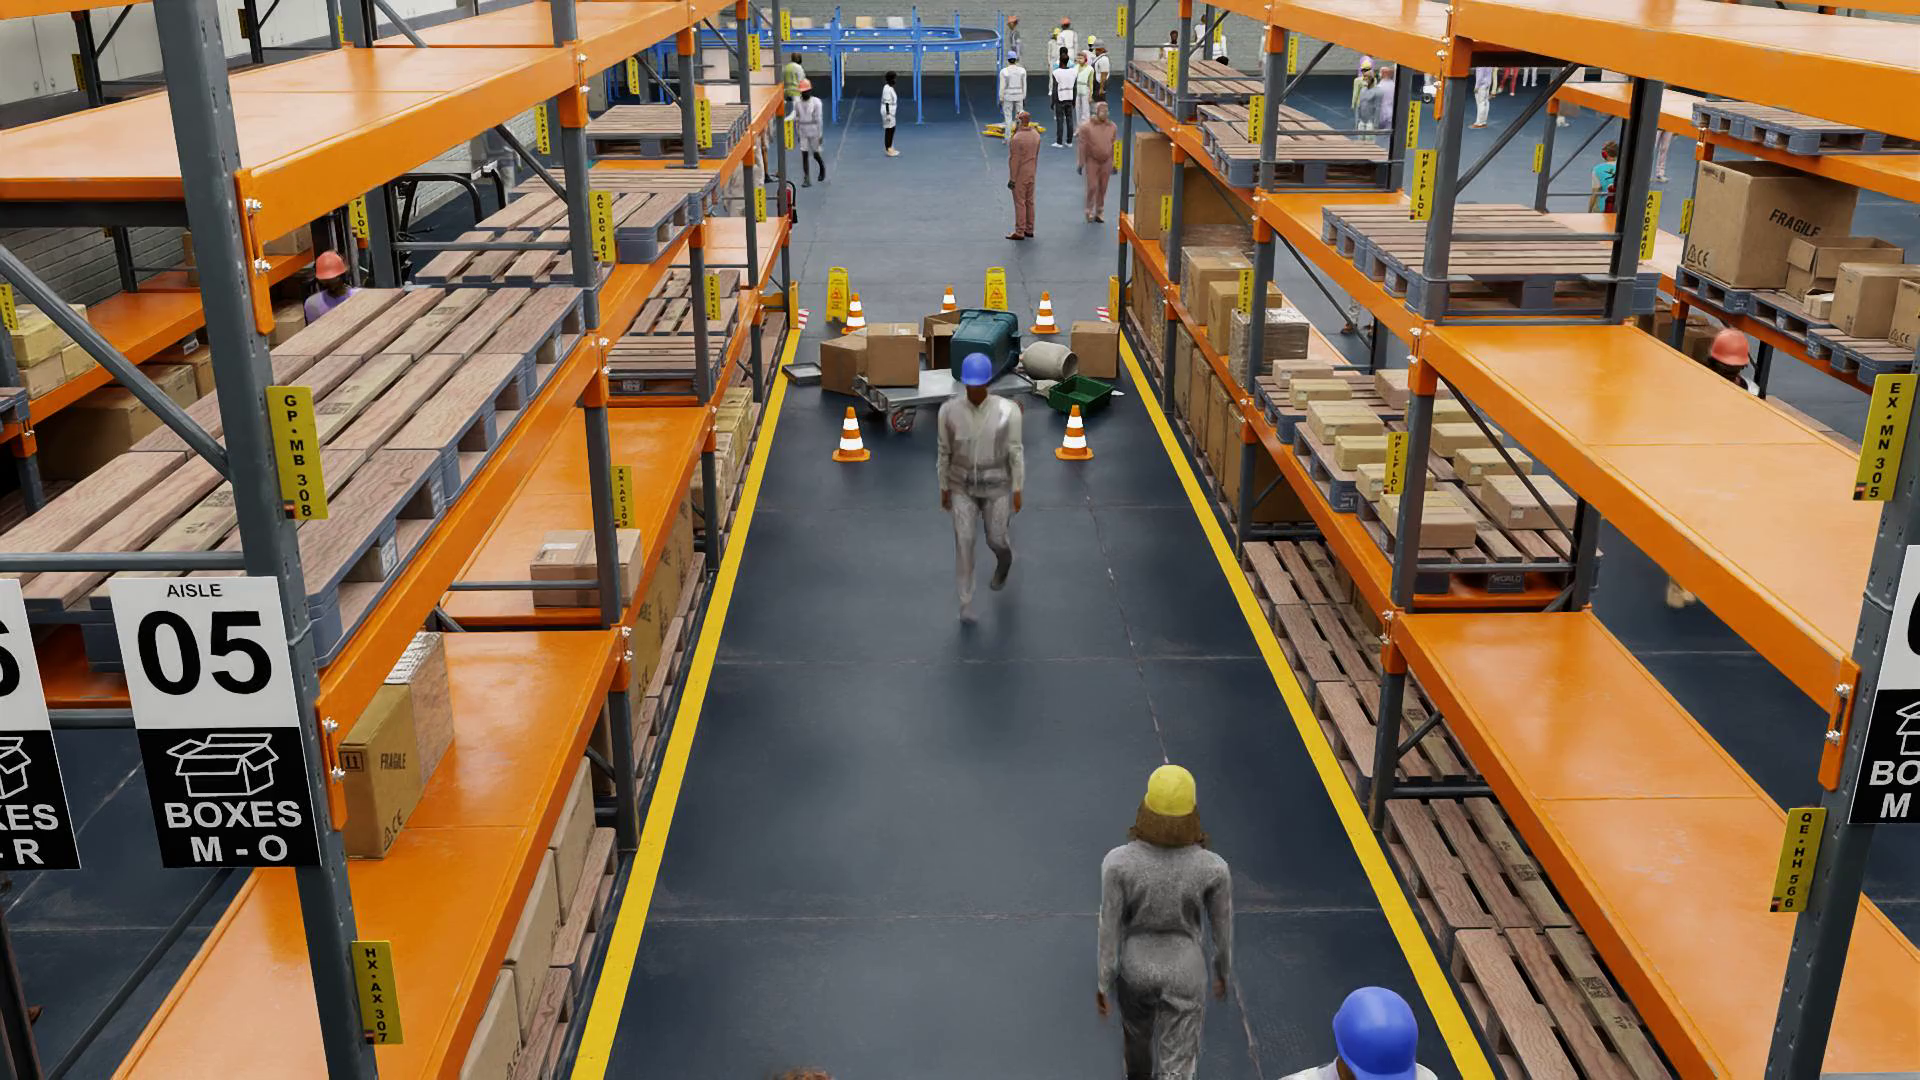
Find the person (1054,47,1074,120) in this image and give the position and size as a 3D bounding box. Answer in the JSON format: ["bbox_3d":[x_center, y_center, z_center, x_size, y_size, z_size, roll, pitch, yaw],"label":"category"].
[{"bbox_3d":[2.445,-10.809,39.400,0.535,1.699,0.318,-10,23,-25],"label":"person"}]

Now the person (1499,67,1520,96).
[{"bbox_3d":[14.868,-12.862,44.775,0.536,1.742,0.621,-1,21,-3],"label":"person"}]

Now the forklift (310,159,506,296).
[{"bbox_3d":[-5.622,-2.910,17.832,2.313,2.155,1.214,-1,21,-1],"label":"forklift"}]

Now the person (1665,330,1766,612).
[{"bbox_3d":[5.220,-0.453,11.569,0.648,2.023,0.644,3,21,8],"label":"person"}]

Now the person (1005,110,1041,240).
[{"bbox_3d":[0.927,-5.494,25.062,0.409,1.909,0.643,14,25,33],"label":"person"}]

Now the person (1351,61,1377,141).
[{"bbox_3d":[8.464,-9.145,34.906,0.523,1.769,0.316,-4,21,-11],"label":"person"}]

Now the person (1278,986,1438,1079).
[{"bbox_3d":[1.116,2.123,4.886,0.604,1.937,0.402,-6,22,-16],"label":"person"}]

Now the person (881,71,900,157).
[{"bbox_3d":[-1.413,-8.615,33.615,0.347,1.686,0.539,3,21,9],"label":"person"}]

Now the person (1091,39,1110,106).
[{"bbox_3d":[3.071,-10.163,37.216,0.536,2.000,0.688,-1,21,-3],"label":"person"}]

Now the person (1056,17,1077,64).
[{"bbox_3d":[2.856,-13.056,44.874,0.613,2.043,0.392,-11,23,-27],"label":"person"}]

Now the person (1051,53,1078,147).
[{"bbox_3d":[2.189,-9.226,34.908,0.596,1.920,0.385,-10,23,-24],"label":"person"}]

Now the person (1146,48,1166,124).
[{"bbox_3d":[4.583,-10.507,38.456,0.521,1.808,1.008,-11,23,-26],"label":"person"}]

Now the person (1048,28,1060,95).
[{"bbox_3d":[2.606,-12.905,44.878,0.487,1.744,0.294,0,21,1],"label":"person"}]

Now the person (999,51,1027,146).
[{"bbox_3d":[1.111,-9.330,35.158,0.603,1.937,0.402,-6,21,-15],"label":"person"}]

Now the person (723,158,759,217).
[{"bbox_3d":[-3.037,-4.741,23.336,0.530,1.712,0.664,-8,22,-20],"label":"person"}]

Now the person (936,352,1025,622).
[{"bbox_3d":[0.151,-0.403,11.572,0.619,1.932,0.627,4,21,12],"label":"person"}]

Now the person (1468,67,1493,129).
[{"bbox_3d":[11.883,-10.342,37.837,0.379,1.937,0.629,17,27,38],"label":"person"}]

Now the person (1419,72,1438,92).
[{"bbox_3d":[12.958,-13.240,45.598,0.718,1.861,0.578,16,26,36],"label":"person"}]

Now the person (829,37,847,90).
[{"bbox_3d":[-3.392,-13.360,46.233,0.500,1.633,0.281,-2,21,-5],"label":"person"}]

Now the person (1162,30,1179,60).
[{"bbox_3d":[5.323,-11.777,41.653,0.596,1.917,0.372,0,21,-1],"label":"person"}]

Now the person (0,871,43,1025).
[{"bbox_3d":[-4.349,1.429,7.142,0.507,1.632,0.278,-2,21,-5],"label":"person"}]

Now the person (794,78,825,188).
[{"bbox_3d":[-2.680,-7.326,29.891,0.547,1.918,0.662,7,22,17],"label":"person"}]

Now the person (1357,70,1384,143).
[{"bbox_3d":[7.632,-7.779,31.077,0.375,1.927,0.638,-9,22,-22],"label":"person"}]

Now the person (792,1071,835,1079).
[{"bbox_3d":[-0.458,2.229,4.815,0.644,1.804,0.675,-4,21,-11],"label":"person"}]

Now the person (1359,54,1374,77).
[{"bbox_3d":[9.249,-10.316,37.772,0.375,1.934,0.553,-4,21,-9],"label":"person"}]

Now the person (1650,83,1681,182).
[{"bbox_3d":[12.843,-7.540,30.362,0.610,1.985,0.393,-3,21,-8],"label":"person"}]

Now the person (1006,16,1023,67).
[{"bbox_3d":[1.511,-13.361,45.757,0.459,2.002,0.620,-4,21,-10],"label":"person"}]

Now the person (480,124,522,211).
[{"bbox_3d":[-7.368,-6.042,26.649,0.588,1.808,0.815,3,21,7],"label":"person"}]

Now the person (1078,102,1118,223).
[{"bbox_3d":[2.209,-5.963,26.322,0.685,1.887,0.465,-7,22,-18],"label":"person"}]

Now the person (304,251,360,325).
[{"bbox_3d":[-5.316,-1.544,14.503,0.621,2.008,1.017,-4,21,-11],"label":"person"}]

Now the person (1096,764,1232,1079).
[{"bbox_3d":[0.796,1.648,6.478,0.513,1.691,0.901,3,21,7],"label":"person"}]

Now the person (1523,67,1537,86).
[{"bbox_3d":[16.254,-13.792,47.222,0.490,1.743,0.324,10,23,24],"label":"person"}]

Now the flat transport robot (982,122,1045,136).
[{"bbox_3d":[1.200,-9.171,37.056,0.652,0.197,1.431,18,27,39],"label":"flat transport robot"}]

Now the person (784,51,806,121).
[{"bbox_3d":[-3.644,-9.832,36.647,0.716,1.826,0.632,-9,22,-22],"label":"person"}]

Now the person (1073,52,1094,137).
[{"bbox_3d":[2.691,-9.723,36.343,0.394,1.836,0.560,-17,27,-38],"label":"person"}]
